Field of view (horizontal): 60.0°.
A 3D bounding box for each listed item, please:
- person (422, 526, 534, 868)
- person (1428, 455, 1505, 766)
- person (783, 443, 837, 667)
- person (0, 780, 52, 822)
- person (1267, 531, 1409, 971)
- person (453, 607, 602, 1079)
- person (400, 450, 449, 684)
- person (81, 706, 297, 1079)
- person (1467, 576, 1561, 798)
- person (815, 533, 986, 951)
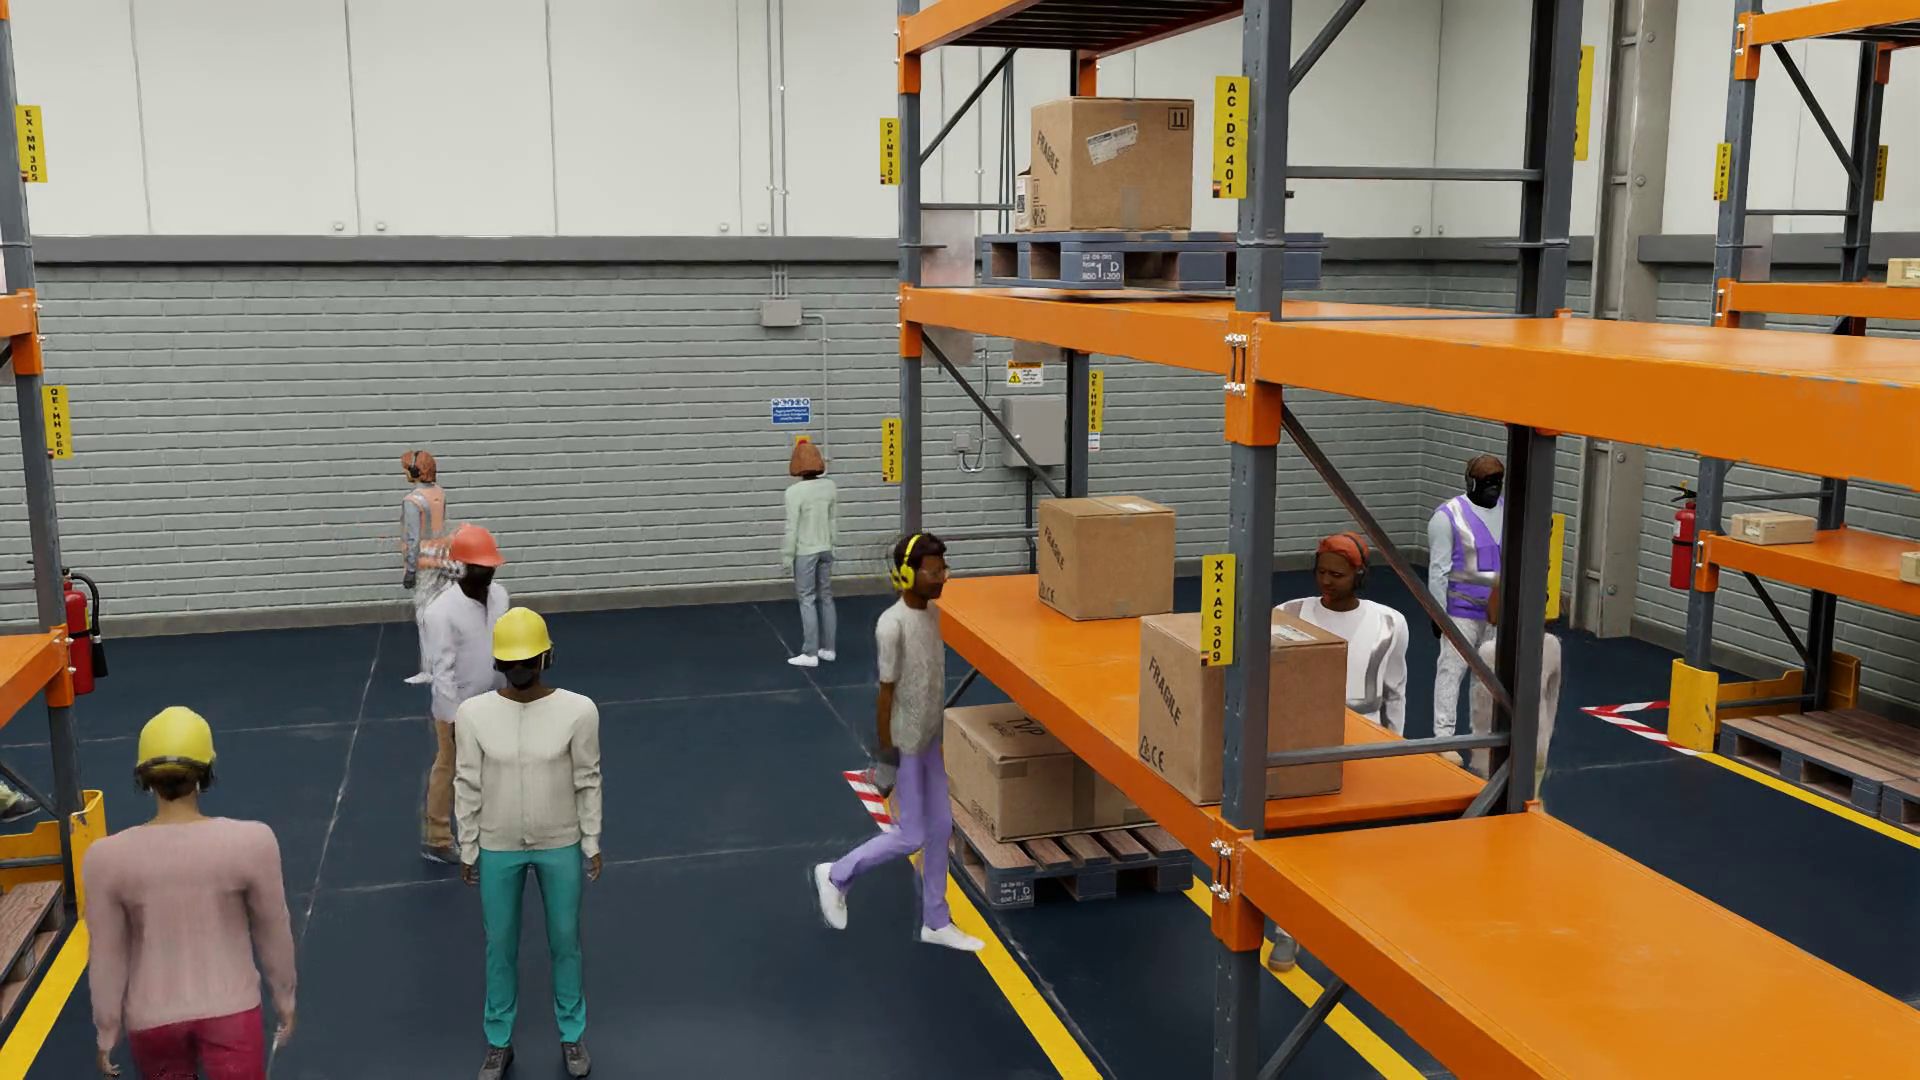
[{"bbox_3d":[-2.293,0.782,8.036,0.866,1.707,0.588,5,11,26],"label":"person"},{"bbox_3d":[3.051,0.412,9.793,0.636,1.842,0.429,-4,11,-20],"label":"person"},{"bbox_3d":[-1.086,0.106,12.126,0.266,1.631,0.507,8,13,39],"label":"person"},{"bbox_3d":[-5.279,0.688,8.610,0.895,1.687,0.677,-5,11,-27],"label":"person"},{"bbox_3d":[1.559,0.890,6.954,0.575,1.882,0.360,2,10,13],"label":"person"},{"bbox_3d":[-1.560,1.108,6.042,0.522,1.768,0.312,-2,10,-11],"label":"person"},{"bbox_3d":[-3.741,0.186,11.654,0.309,1.641,0.514,1,10,5],"label":"person"},{"bbox_3d":[-2.169,1.357,4.698,0.535,1.748,0.724,-3,10,-17],"label":"person"},{"bbox_3d":[2.432,0.941,7.384,0.529,1.620,0.363,-5,11,-28],"label":"person"},{"bbox_3d":[-0.250,0.870,7.181,0.683,1.853,0.515,4,11,23],"label":"person"}]
